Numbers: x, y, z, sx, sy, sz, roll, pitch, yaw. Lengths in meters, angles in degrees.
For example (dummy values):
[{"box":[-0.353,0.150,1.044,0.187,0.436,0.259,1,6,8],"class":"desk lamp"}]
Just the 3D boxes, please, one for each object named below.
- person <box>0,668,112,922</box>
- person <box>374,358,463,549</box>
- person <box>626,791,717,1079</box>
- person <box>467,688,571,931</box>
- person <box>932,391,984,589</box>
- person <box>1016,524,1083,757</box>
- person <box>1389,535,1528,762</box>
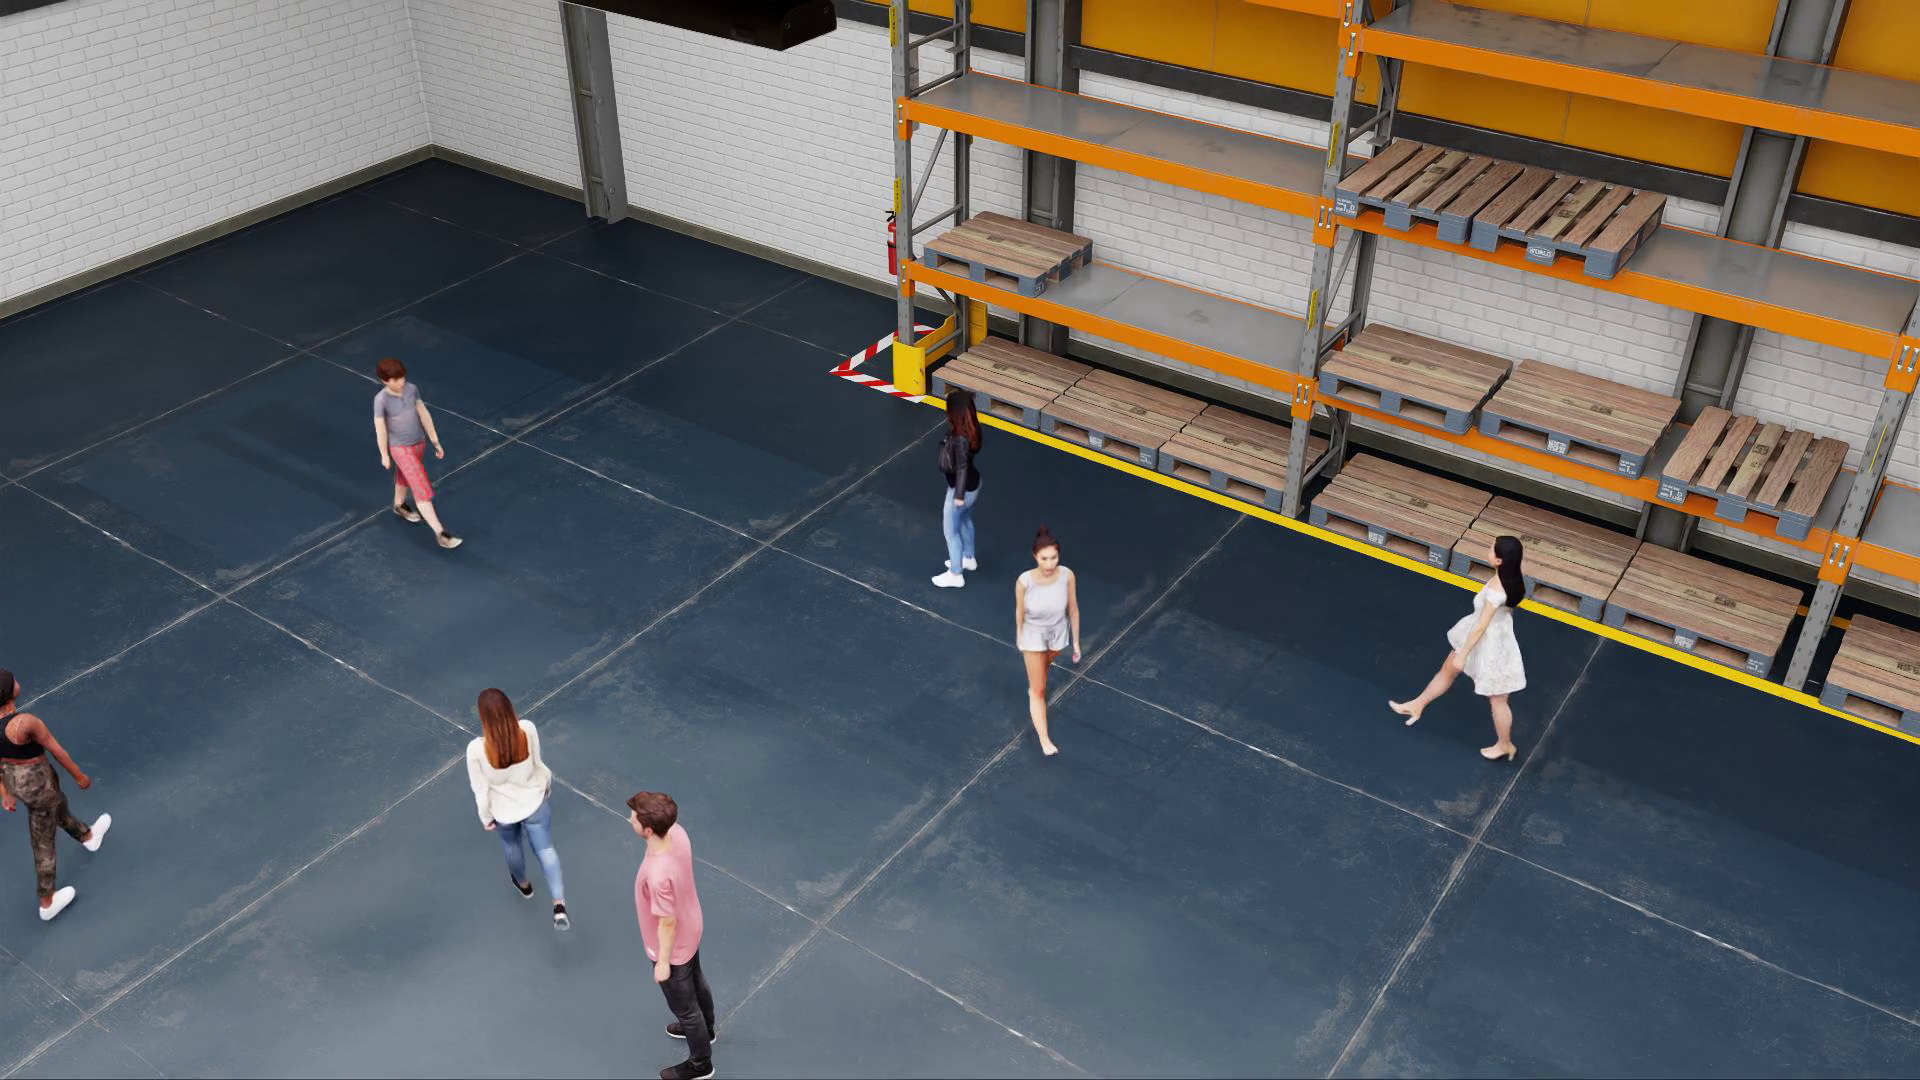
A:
[{"box":[-5.526,1.538,9.833,1.060,1.663,0.912,7,34,11],"class":"person"},{"box":[-4.477,-0.747,13.334,1.147,1.594,0.562,21,39,28],"class":"person"},{"box":[-1.493,2.084,8.748,0.736,1.957,0.715,0,34,-1],"class":"person"},{"box":[-2.557,1.597,9.742,0.919,1.667,1.104,-16,37,-23],"class":"person"},{"box":[0.044,-0.416,12.802,0.756,1.631,0.764,4,34,7],"class":"person"},{"box":[0.554,0.597,11.337,0.975,1.566,1.114,-10,35,-15],"class":"person"},{"box":[3.552,0.771,10.921,1.130,1.737,0.671,18,38,25],"class":"person"}]
